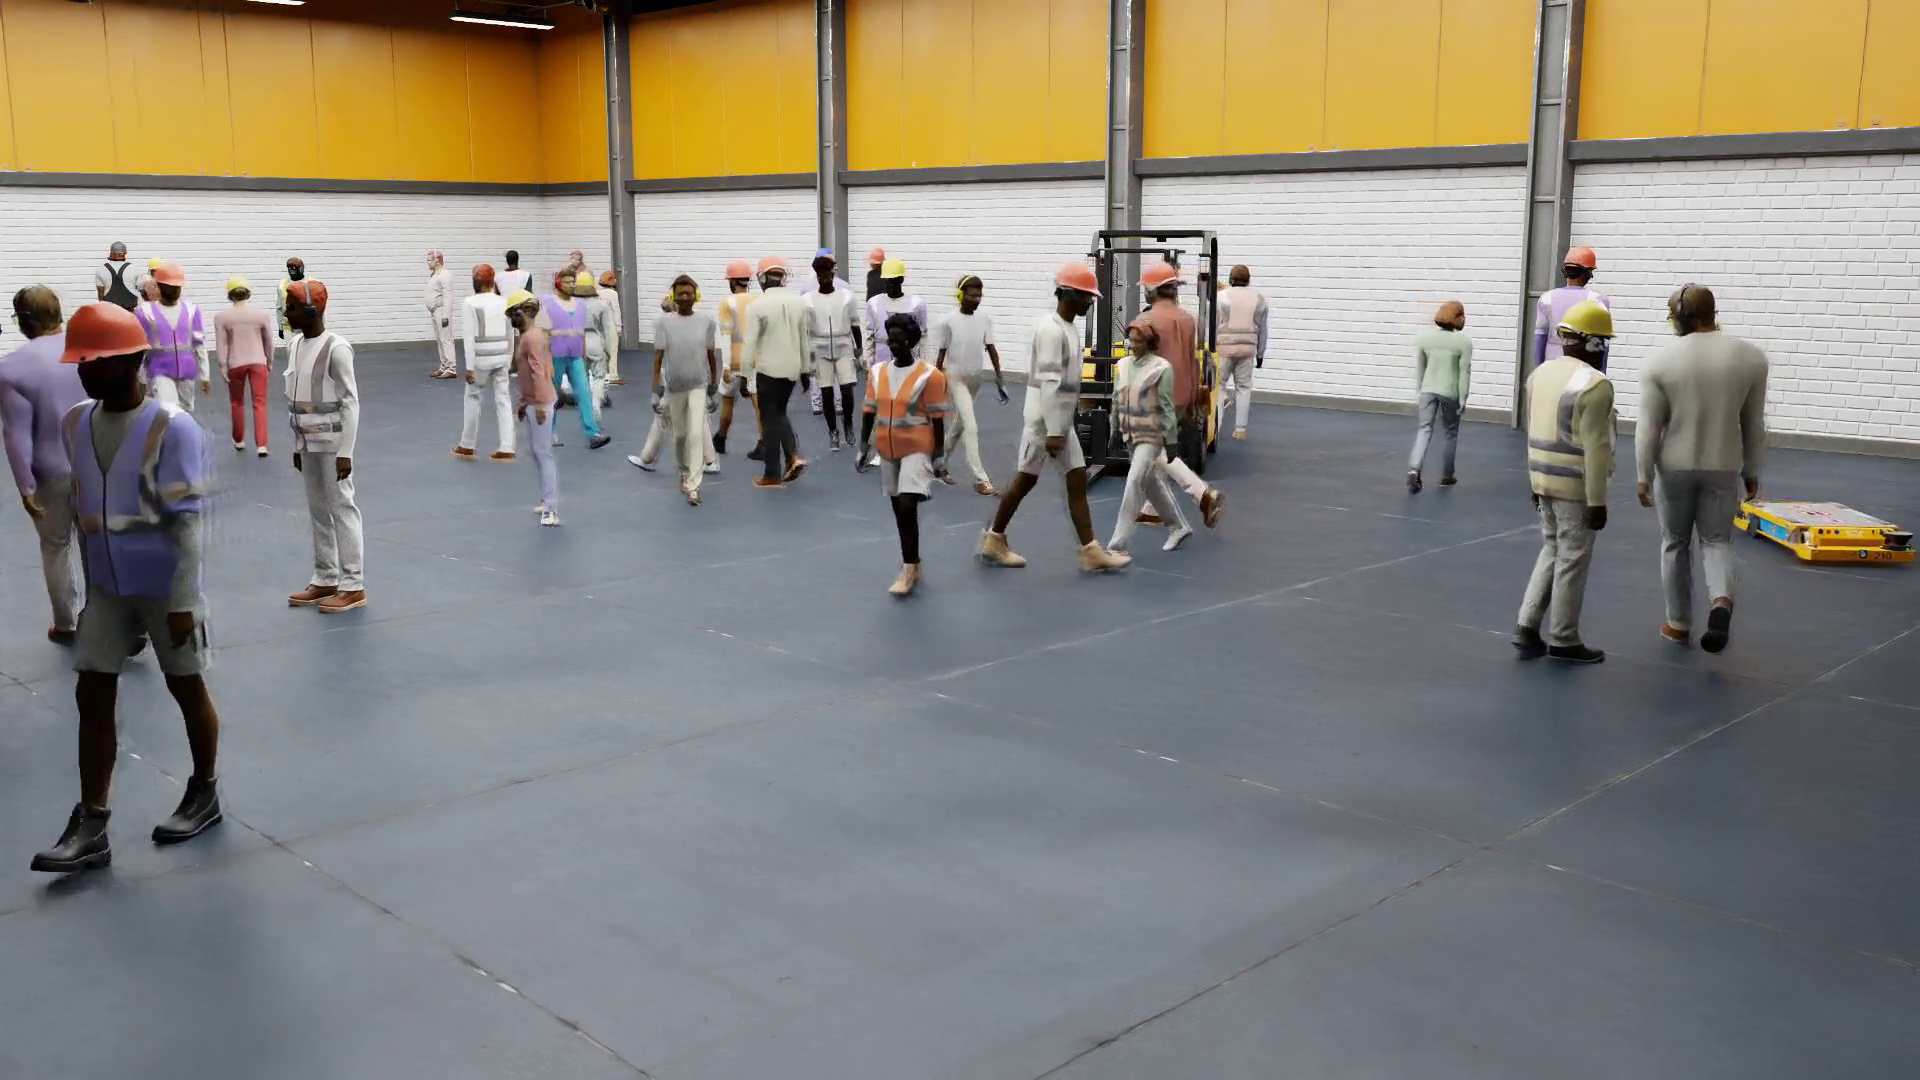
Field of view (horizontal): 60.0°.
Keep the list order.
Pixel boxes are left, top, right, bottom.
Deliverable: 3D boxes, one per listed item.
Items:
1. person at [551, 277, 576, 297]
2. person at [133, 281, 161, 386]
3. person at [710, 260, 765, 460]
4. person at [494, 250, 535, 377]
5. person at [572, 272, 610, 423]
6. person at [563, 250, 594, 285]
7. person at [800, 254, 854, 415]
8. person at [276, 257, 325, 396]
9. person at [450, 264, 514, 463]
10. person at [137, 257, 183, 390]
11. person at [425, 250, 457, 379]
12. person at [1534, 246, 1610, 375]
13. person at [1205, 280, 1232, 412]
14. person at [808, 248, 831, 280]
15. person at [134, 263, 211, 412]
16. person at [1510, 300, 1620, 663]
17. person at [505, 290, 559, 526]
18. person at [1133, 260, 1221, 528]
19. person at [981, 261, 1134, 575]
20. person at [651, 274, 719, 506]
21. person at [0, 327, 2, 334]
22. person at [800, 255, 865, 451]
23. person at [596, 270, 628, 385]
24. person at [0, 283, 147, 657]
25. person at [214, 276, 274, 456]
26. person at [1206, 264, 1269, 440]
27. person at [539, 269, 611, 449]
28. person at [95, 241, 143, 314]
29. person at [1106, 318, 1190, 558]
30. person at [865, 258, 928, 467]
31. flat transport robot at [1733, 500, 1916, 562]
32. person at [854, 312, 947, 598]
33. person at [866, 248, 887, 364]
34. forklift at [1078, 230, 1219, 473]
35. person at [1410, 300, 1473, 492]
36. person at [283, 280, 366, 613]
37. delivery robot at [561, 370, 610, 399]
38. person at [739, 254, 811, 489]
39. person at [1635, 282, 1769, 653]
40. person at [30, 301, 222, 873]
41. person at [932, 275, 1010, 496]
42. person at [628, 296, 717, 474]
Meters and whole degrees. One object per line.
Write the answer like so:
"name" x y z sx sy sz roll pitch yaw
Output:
"person" -5.041 -2.636 21.563 0.554 1.649 0.884 -5 11 -25
"person" -9.031 -2.066 18.564 0.581 1.619 0.518 3 11 16
"person" -2.119 -1.730 15.984 0.568 1.883 1.003 -8 13 -38
"person" -6.742 -3.441 25.293 0.618 1.897 0.715 0 10 1
"person" -4.172 -2.137 18.634 0.490 1.722 0.619 -1 10 -8
"person" -6.803 -4.196 29.534 0.668 1.855 0.916 3 11 14
"person" -1.555 -2.430 19.764 0.652 1.906 0.404 3 11 14
"person" -8.770 -2.827 22.104 0.630 1.842 0.429 0 10 2
"person" -4.526 -1.664 15.712 0.868 1.852 0.616 8 13 38
"person" -11.001 -2.971 22.910 0.588 1.834 0.403 -8 13 -38
"person" -7.783 -3.365 24.866 0.401 1.904 0.650 -6 12 -30
"person" 5.142 -1.437 13.974 0.615 2.041 0.376 9 14 40
"person" 2.977 -2.195 19.271 0.506 1.623 0.417 -10 14 -43
"person" -2.086 -3.413 25.038 0.407 1.937 0.602 -4 11 -21
"person" -6.796 -1.444 14.442 0.556 1.881 0.997 -10 14 -42
"person" 3.013 -0.275 8.255 0.443 1.816 0.601 -2 11 -10
"person" -3.181 -0.990 12.412 0.349 1.725 0.712 -3 11 -14
"person" 1.548 -1.018 11.936 0.630 1.964 0.885 -10 14 -42
"person" 0.579 -0.758 10.505 1.054 1.978 0.672 4 11 22
"person" -2.226 -1.235 13.458 0.533 1.832 0.954 -1 10 -8
"person" -13.690 -3.022 23.238 0.506 1.828 0.624 1 10 8
"person" -1.261 -1.826 16.384 0.644 1.934 0.464 -1 10 -5
"person" -4.996 -3.027 23.756 0.497 1.636 0.286 10 14 42
"person" -4.473 -0.341 8.395 0.925 1.904 0.637 9 14 42
"person" -6.961 -1.689 16.218 0.523 1.728 0.918 -5 11 -24
"person" 2.873 -1.946 17.329 0.662 1.833 0.454 -1 10 -7
"person" -3.910 -1.806 16.652 0.955 1.790 0.588 9 14 41
"person" -13.185 -3.680 26.211 0.676 2.000 0.536 -3 11 -14
"person" 1.252 -0.672 11.036 0.836 1.606 0.520 -6 12 -31
"person" -0.592 -1.625 15.315 0.590 1.926 0.388 3 11 14
"flat transport robot" 5.888 -0.077 11.395 0.652 0.197 1.431 1 10 6
"person" -0.390 -0.499 9.874 0.538 1.677 0.686 7 12 33
"person" -1.255 -3.359 24.756 0.492 1.953 0.649 -6 12 -31
"forklift" 1.804 -1.825 15.677 1.214 2.155 2.313 2 11 13
"person" 4.011 -1.208 13.914 0.493 1.602 0.766 7 12 33
"person" -3.626 -0.529 9.465 0.574 1.881 0.358 9 13 39
"delivery robot" -4.704 -1.948 20.567 0.707 0.478 0.477 3 11 15
"person" -1.587 -1.413 14.035 0.449 1.968 0.719 10 14 43
"person" 3.745 -0.344 8.416 0.639 1.901 0.735 2 11 10
"person" -2.834 0.170 5.574 0.578 1.903 0.864 2 11 13
"person" 0.031 -1.312 13.945 0.537 1.817 0.998 -8 13 -35
"person" -2.557 -1.381 14.912 0.874 1.584 0.518 5 12 26
